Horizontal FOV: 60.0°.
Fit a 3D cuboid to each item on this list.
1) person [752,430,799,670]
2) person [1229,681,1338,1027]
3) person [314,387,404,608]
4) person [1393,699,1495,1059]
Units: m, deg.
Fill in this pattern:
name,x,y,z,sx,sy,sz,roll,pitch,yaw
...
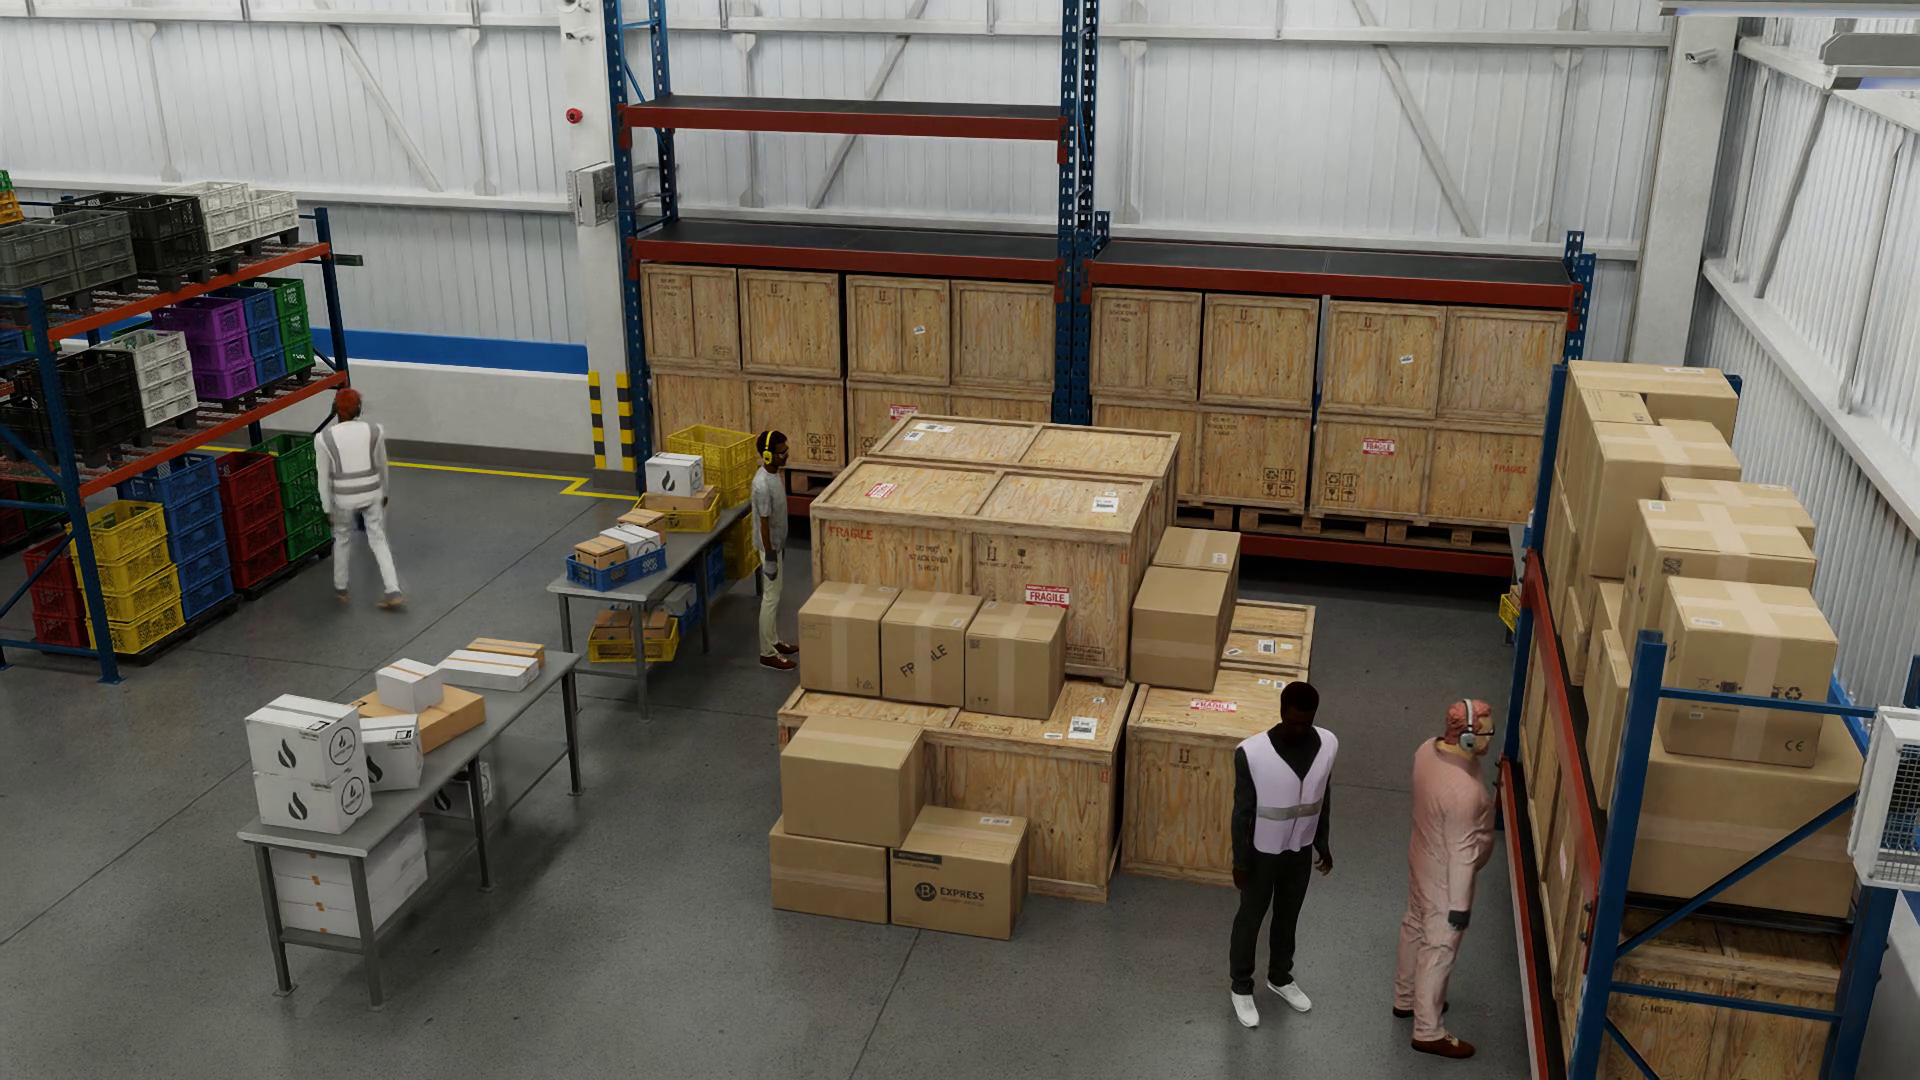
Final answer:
name,x,y,z,sx,sy,sz,roll,pitch,yaw
person,-1.406,0.061,12.624,0.312,1.869,0.535,0,21,0
person,1.651,1.583,8.584,0.587,1.914,0.390,-8,22,-21
person,-4.957,-0.333,13.693,0.584,1.845,0.787,-11,24,-27
person,2.460,1.669,8.368,0.399,1.909,0.642,-1,21,-1
